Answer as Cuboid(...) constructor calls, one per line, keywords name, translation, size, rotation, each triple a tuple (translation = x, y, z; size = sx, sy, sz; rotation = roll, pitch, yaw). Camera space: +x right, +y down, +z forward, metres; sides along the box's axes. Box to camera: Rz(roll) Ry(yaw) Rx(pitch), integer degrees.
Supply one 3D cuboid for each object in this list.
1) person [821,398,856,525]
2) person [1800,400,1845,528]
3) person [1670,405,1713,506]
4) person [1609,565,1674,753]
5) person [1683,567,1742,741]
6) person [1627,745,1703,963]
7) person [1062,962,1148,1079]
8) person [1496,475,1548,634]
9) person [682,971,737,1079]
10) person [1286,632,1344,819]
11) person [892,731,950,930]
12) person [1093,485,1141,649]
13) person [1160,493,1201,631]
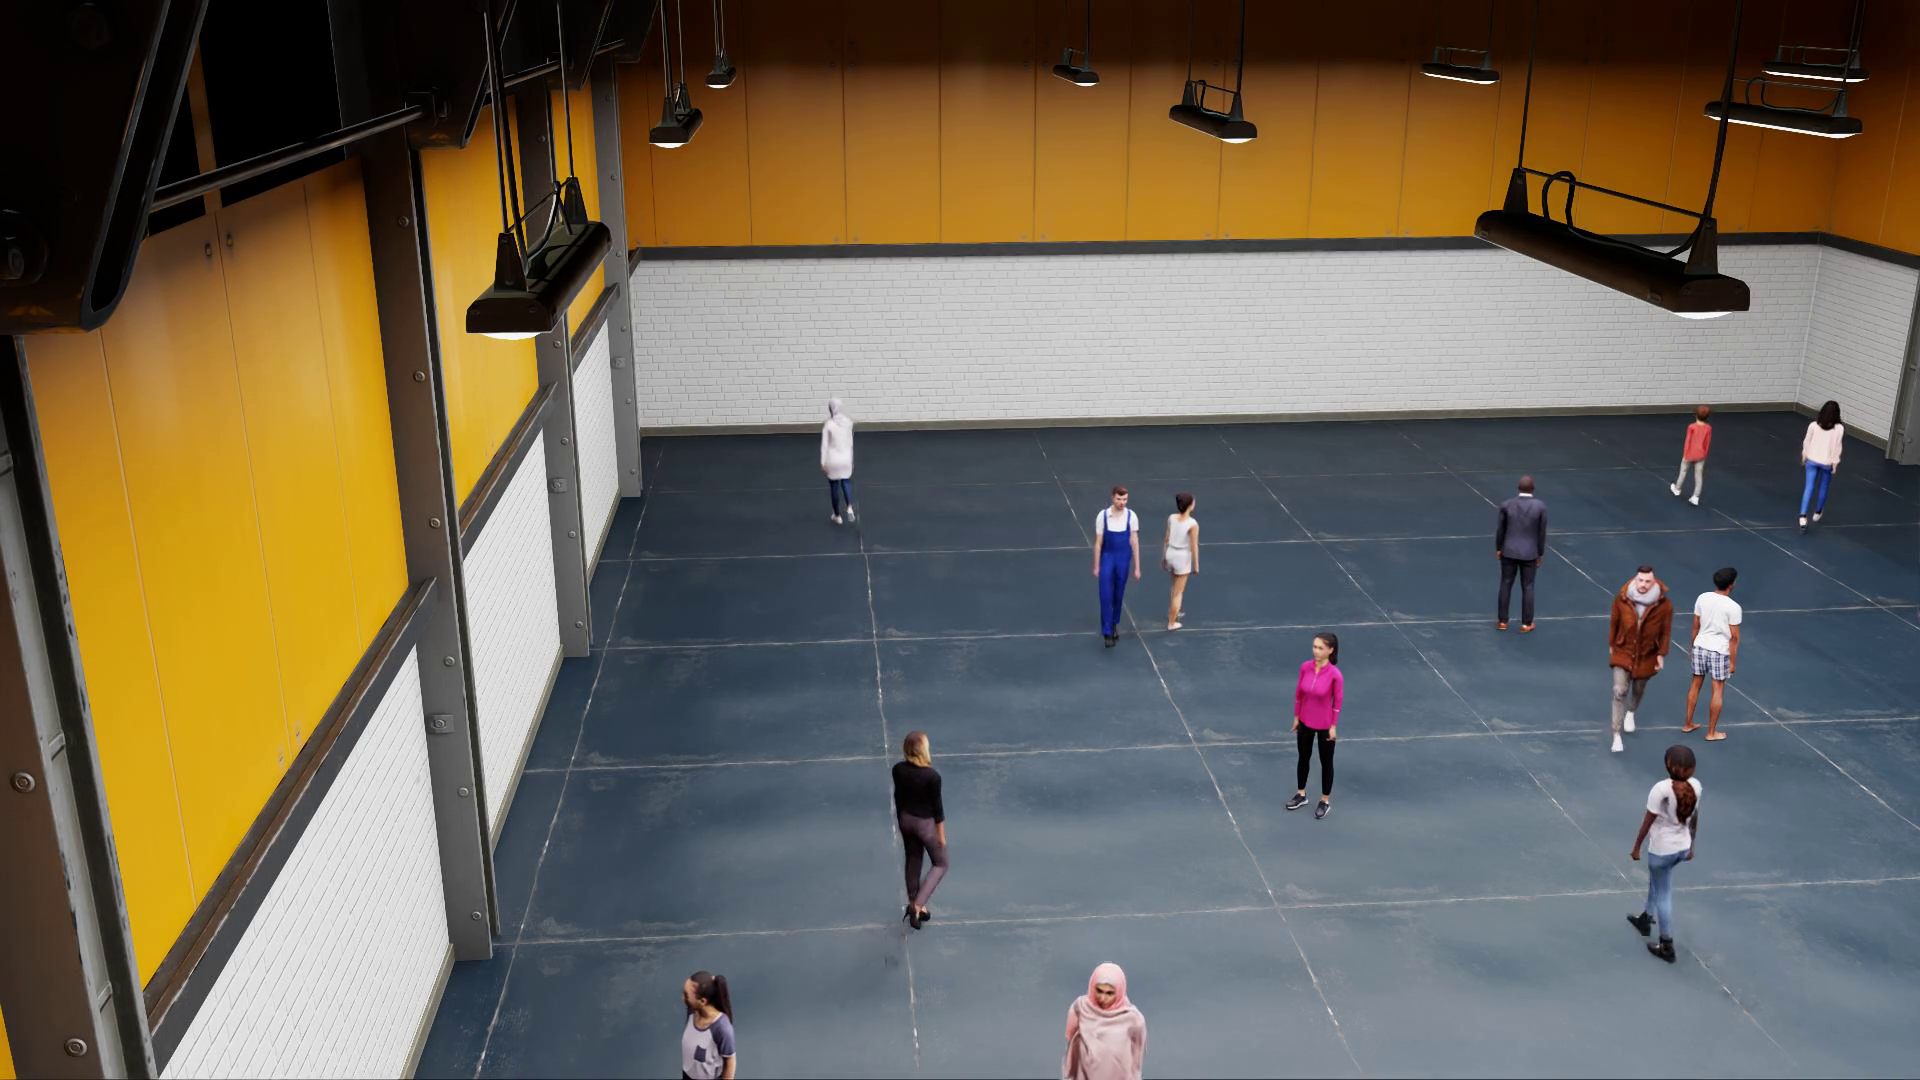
Cuboid(name="person", translation=(-1.605, -1.035, 22.412), size=(0.773, 1.769, 0.904), rotation=(-8, 20, -22))
Cuboid(name="person", translation=(11.509, -0.980, 22.311), size=(1.113, 1.729, 1.210), rotation=(13, 23, 35))
Cuboid(name="person", translation=(10.384, -1.174, 23.416), size=(0.607, 1.392, 0.892), rotation=(1, 19, 2))
Cuboid(name="person", translation=(6.522, 1.098, 16.037), size=(0.997, 1.794, 1.251), rotation=(7, 20, 19))
Cuboid(name="person", translation=(7.309, 1.089, 16.159), size=(0.766, 1.734, 0.627), rotation=(-11, 21, -29))
Cuboid(name="person", translation=(5.350, 2.360, 12.425), size=(0.749, 1.709, 0.894), rotation=(-8, 20, -22))
Cuboid(name="person", translation=(0.831, 3.226, 9.722), size=(0.780, 1.791, 0.892), rotation=(5, 19, 13))
Cuboid(name="person", translation=(6.327, 0.153, 18.803), size=(0.798, 1.820, 0.815), rotation=(10, 21, 27))
Cuboid(name="person", translation=(-1.470, 3.257, 9.855), size=(0.728, 1.649, 0.628), rotation=(-15, 24, -37))
Cuboid(name="person", translation=(3.157, 1.608, 14.674), size=(0.687, 1.699, 0.741), rotation=(14, 23, 35))
Cuboid(name="person", translation=(-0.340, 2.272, 12.761), size=(0.776, 1.661, 0.836), rotation=(11, 21, 29))
Cuboid(name="person", translation=(1.725, 0.240, 18.537), size=(0.639, 1.825, 1.019), rotation=(-1, 19, -3))
Cuboid(name="person", translation=(2.431, 0.254, 18.855), size=(0.832, 1.596, 0.778), rotation=(-16, 25, -40))
